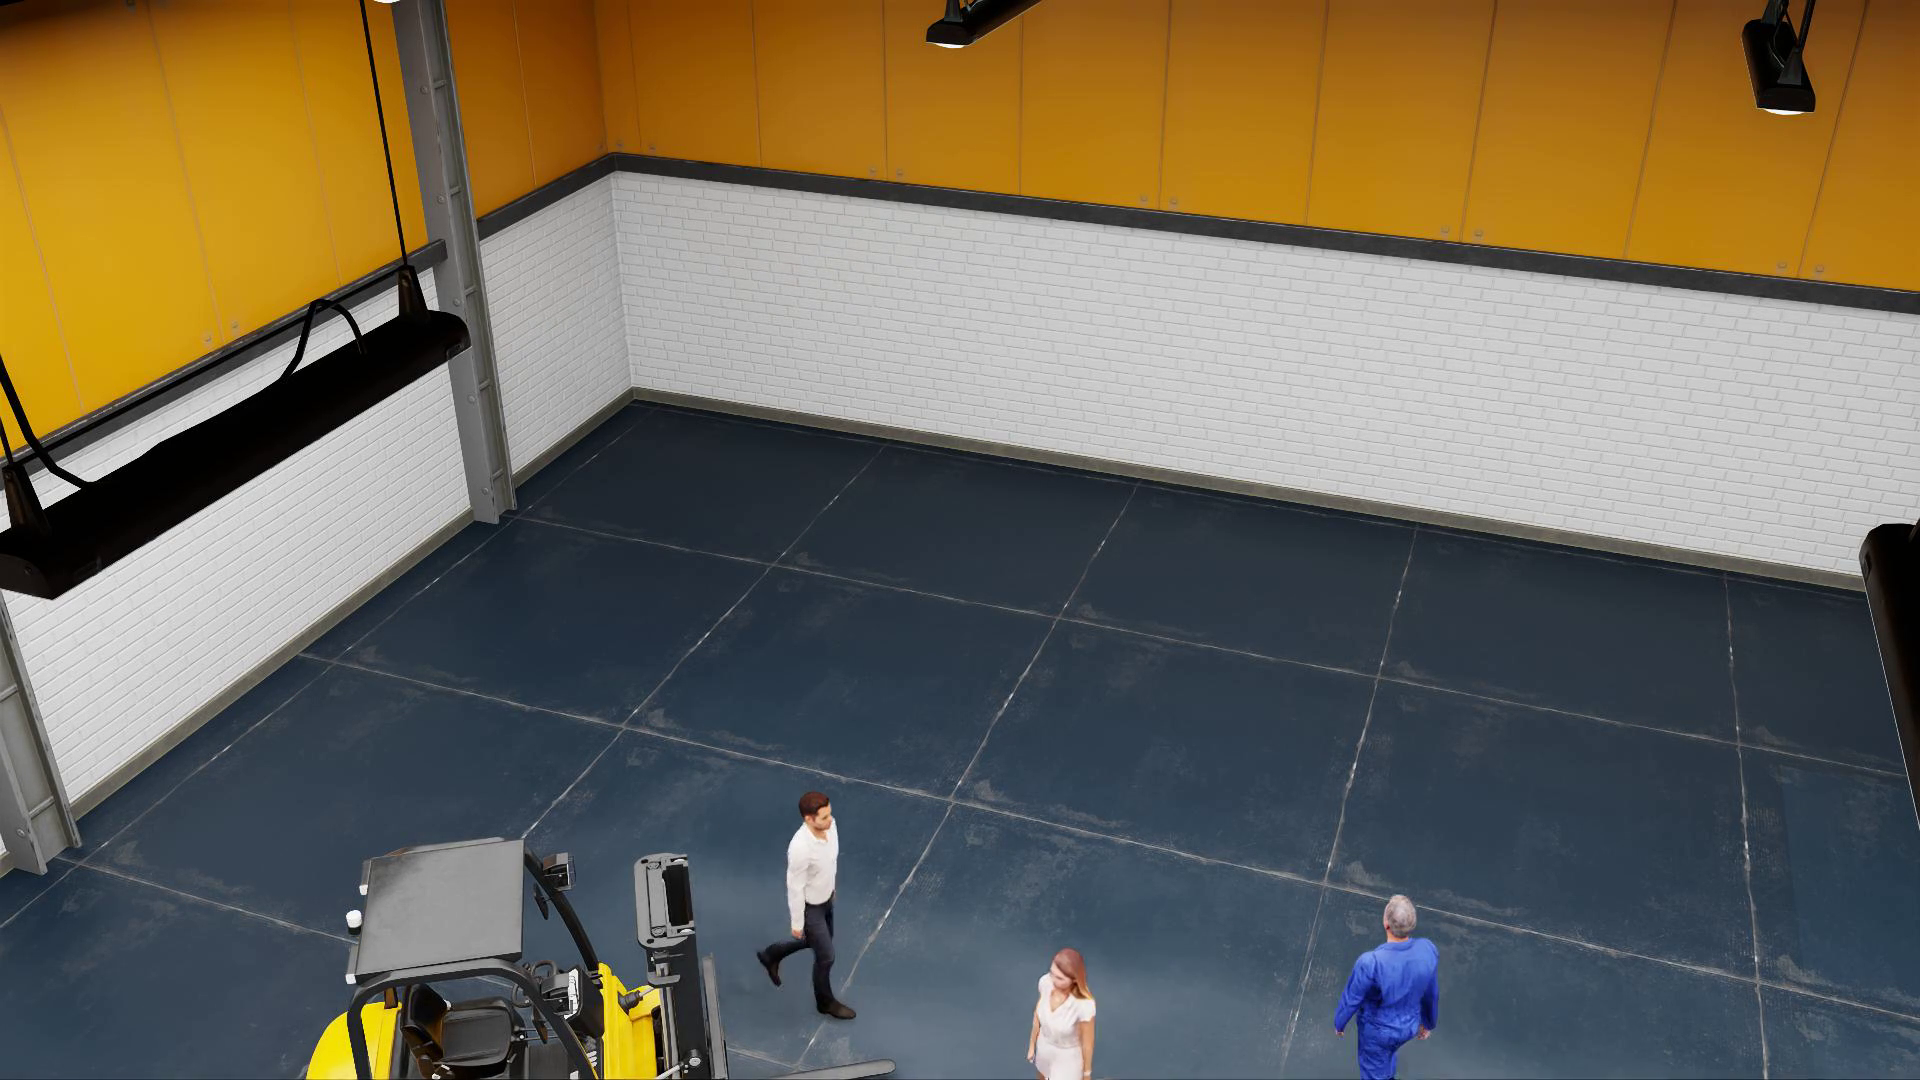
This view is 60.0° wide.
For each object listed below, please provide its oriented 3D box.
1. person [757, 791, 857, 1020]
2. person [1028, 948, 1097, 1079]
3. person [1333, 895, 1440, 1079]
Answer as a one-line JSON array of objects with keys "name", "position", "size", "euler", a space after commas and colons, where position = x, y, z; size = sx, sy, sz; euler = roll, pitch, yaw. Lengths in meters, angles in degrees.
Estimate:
[{"name": "person", "position": [-1.046, 2.369, 10.926], "size": [0.734, 1.842, 0.897], "euler": [10, 30, 17]}, {"name": "person", "position": [0.655, 3.037, 9.872], "size": [1.090, 1.678, 0.896], "euler": [-23, 36, -36]}, {"name": "person", "position": [2.587, 2.949, 9.893], "size": [0.932, 1.812, 0.972], "euler": [-9, 30, -15]}]
